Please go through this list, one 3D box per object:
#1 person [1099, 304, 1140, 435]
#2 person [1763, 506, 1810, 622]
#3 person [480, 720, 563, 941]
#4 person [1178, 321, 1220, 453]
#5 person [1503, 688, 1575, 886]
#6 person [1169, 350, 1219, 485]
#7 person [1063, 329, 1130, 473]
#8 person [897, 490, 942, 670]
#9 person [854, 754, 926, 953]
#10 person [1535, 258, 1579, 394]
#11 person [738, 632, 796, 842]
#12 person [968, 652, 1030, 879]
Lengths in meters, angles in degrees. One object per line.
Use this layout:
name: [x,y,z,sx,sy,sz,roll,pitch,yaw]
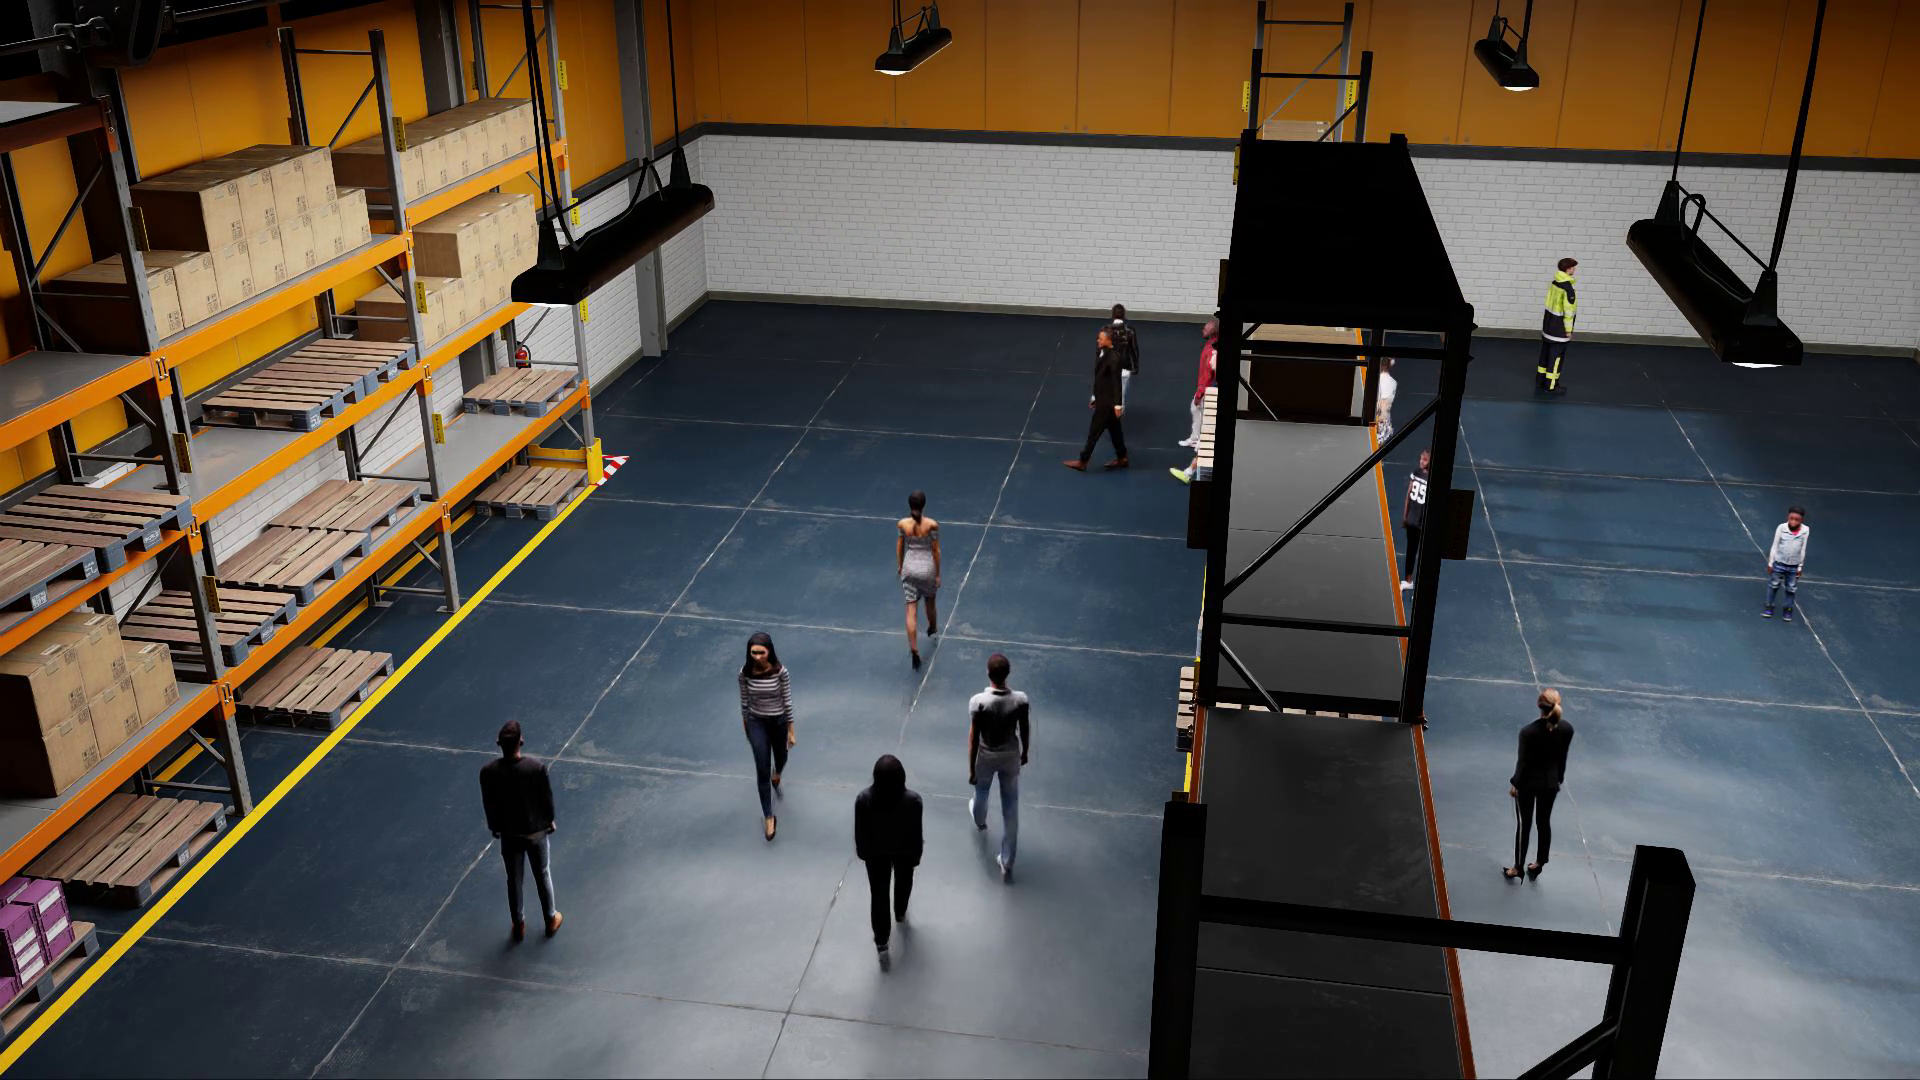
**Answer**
person: [2.136,-2.247,22.506,0.708,1.766,1.201,5,24,12]
person: [8.713,0.220,17.502,0.540,1.254,0.556,10,26,23]
person: [-3.245,2.155,12.348,0.721,1.837,0.672,-4,24,-8]
person: [3.358,-2.016,21.923,0.780,1.809,0.696,3,24,7]
person: [4.526,1.928,13.029,0.683,1.707,0.669,-5,24,-11]
person: [3.306,-1.463,20.692,0.868,1.782,1.155,9,25,19]
person: [1.979,-1.770,21.290,1.044,1.867,1.188,-4,24,-8]
person: [-0.428,0.415,16.389,0.637,1.788,1.018,5,24,11]
person: [-0.524,2.319,12.301,0.785,1.574,1.072,0,24,0]
person: [8.745,-3.158,24.319,0.905,1.983,0.714,-3,24,-8]
person: [-1.571,1.549,13.835,0.788,1.755,1.169,-2,24,-4]
person: [0.324,1.817,13.170,0.967,1.798,1.275,-4,24,-9]
